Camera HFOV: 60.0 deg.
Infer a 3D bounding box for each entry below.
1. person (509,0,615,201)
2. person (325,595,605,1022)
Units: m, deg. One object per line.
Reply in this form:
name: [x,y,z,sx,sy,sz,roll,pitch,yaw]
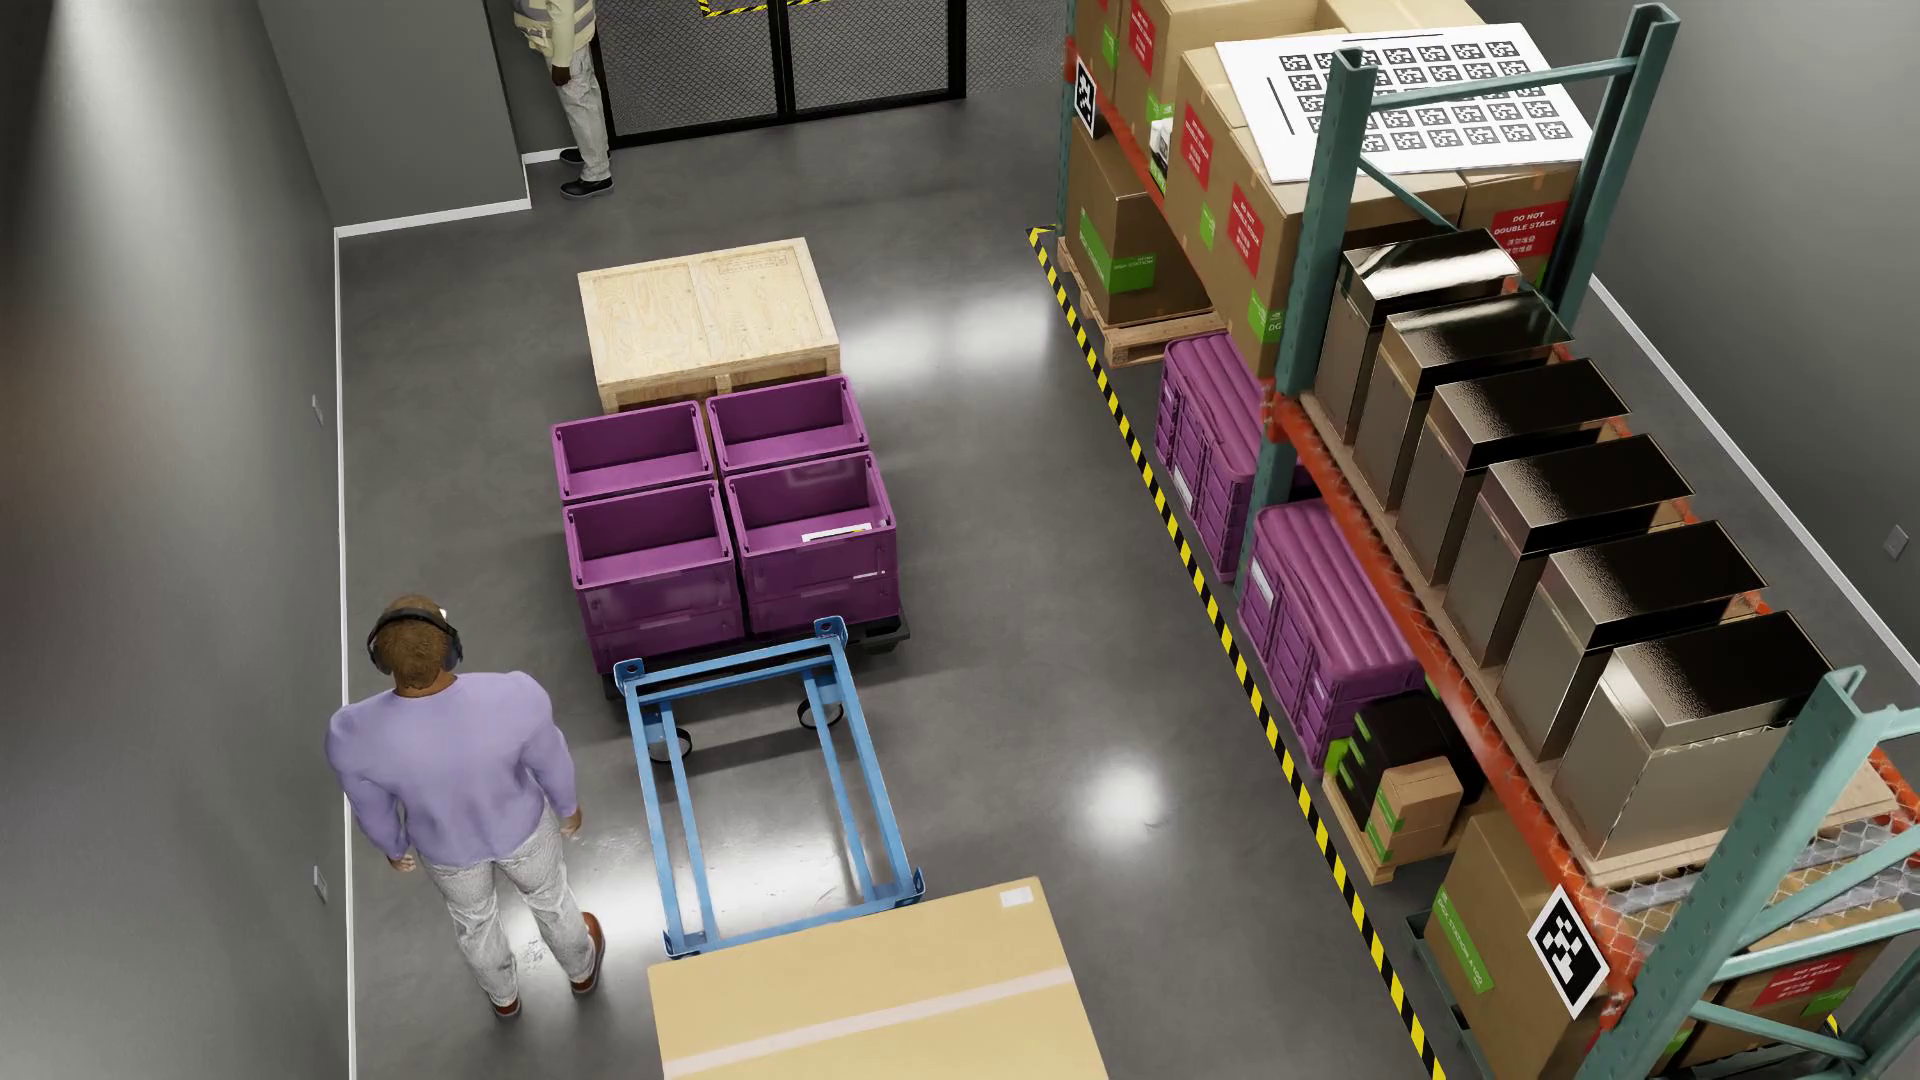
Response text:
person: [-2.011,-2.558,8.307,0.404,1.829,0.600,-6,48,-5]
person: [-1.470,0.866,5.091,0.632,1.938,0.359,-12,49,-11]
